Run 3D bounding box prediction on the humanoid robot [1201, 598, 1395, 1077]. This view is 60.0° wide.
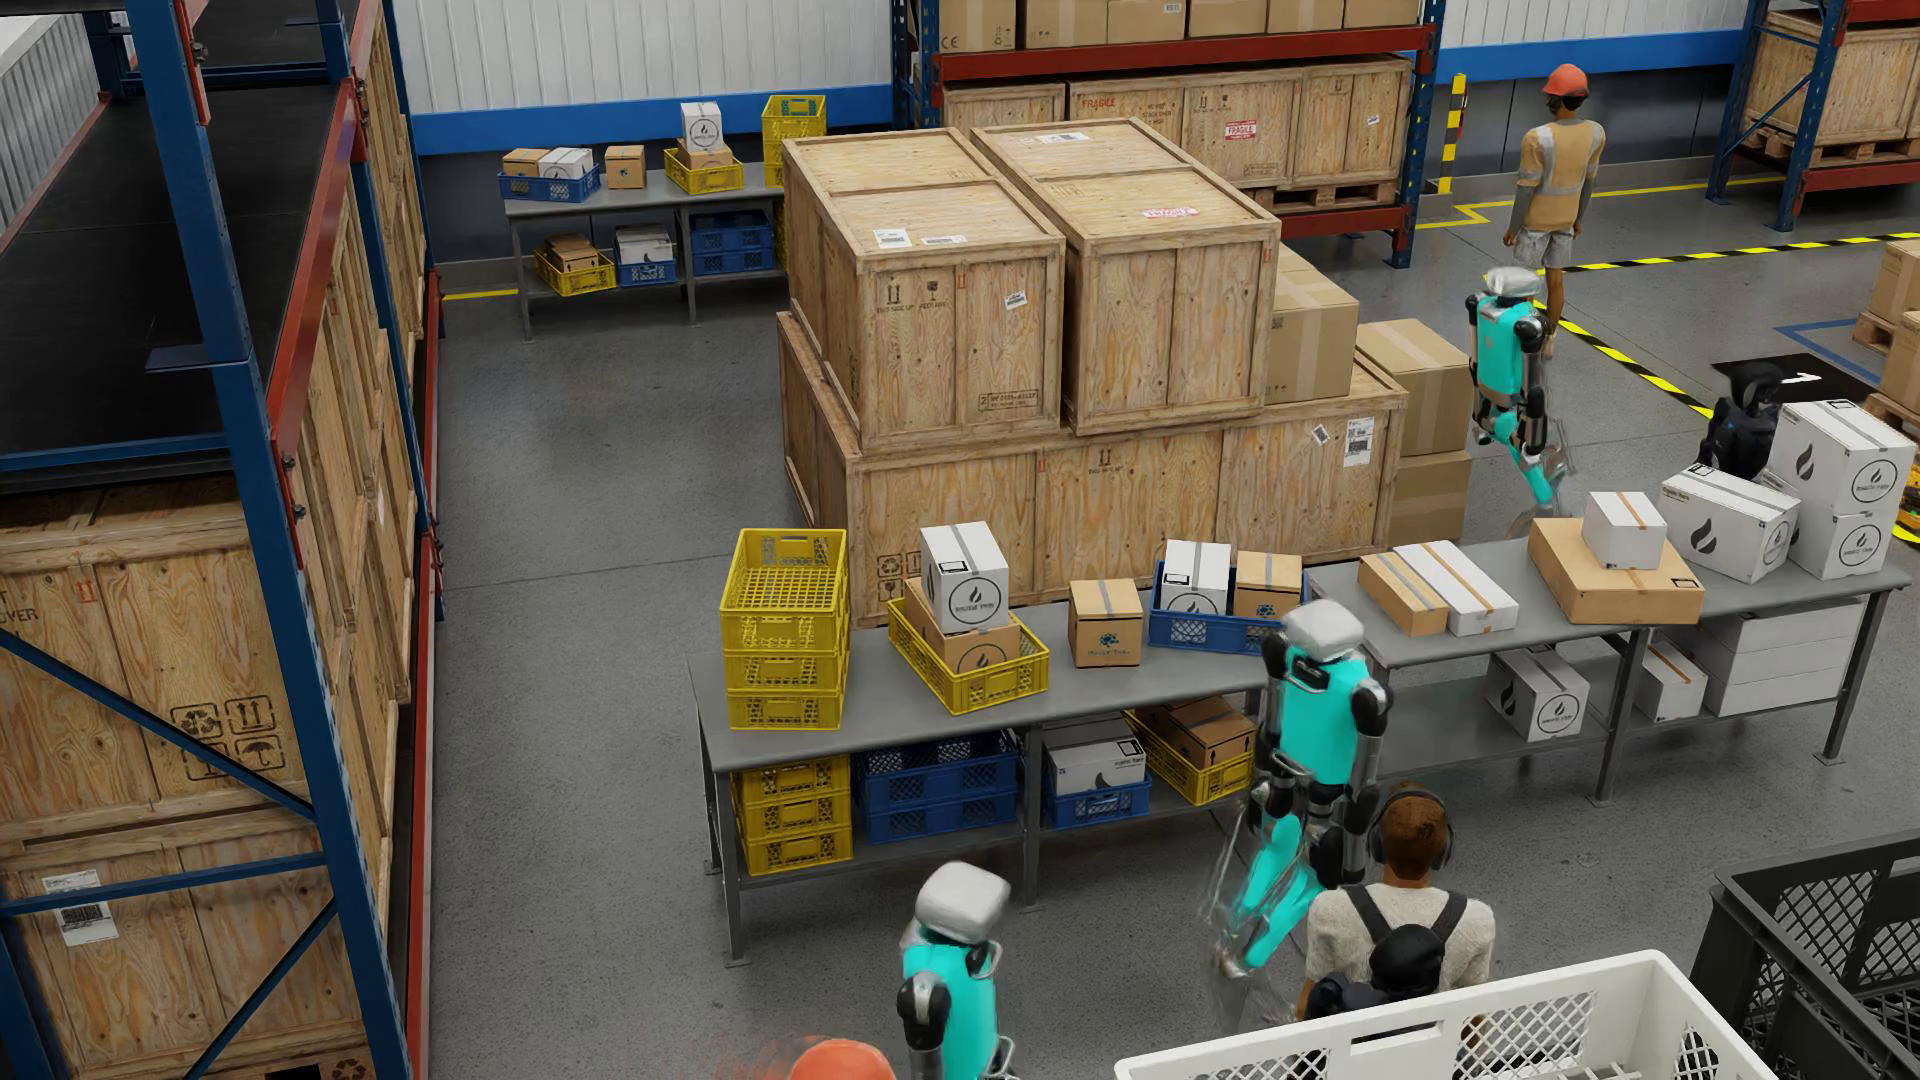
[{"bbox_3d":[0.979,1.100,5.654,0.794,1.823,0.559,-17,33,-27],"label":"humanoid robot"}]

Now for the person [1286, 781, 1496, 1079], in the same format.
[{"bbox_3d":[1.211,1.501,4.779,0.528,1.836,0.384,1,29,2],"label":"person"}]

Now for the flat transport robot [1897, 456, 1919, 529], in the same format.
[{"bbox_3d":[5.984,-0.377,9.773,1.431,0.197,0.652,-7,30,-13],"label":"flat transport robot"}]

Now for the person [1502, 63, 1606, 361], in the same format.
[{"bbox_3d":[3.952,-2.173,11.224,0.607,2.045,0.365,-10,30,-17],"label":"person"}]

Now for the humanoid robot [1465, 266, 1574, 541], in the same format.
[{"bbox_3d":[3.095,-0.636,8.756,1.013,1.750,0.545,-11,31,-18],"label":"humanoid robot"}]

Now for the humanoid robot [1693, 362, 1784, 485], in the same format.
[{"bbox_3d":[3.650,-0.123,7.924,0.768,1.618,0.610,-5,29,-10],"label":"humanoid robot"}]

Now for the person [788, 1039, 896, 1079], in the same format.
[{"bbox_3d":[-0.362,1.894,4.014,0.997,1.884,0.542,2,29,3],"label":"person"}]

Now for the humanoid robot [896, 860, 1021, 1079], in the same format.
[{"bbox_3d":[0.236,1.725,4.494,0.891,1.782,0.561,15,32,24],"label":"humanoid robot"}]

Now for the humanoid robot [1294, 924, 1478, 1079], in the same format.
[{"bbox_3d":[1.136,1.697,4.570,0.586,1.655,0.346,25,37,37],"label":"humanoid robot"}]
